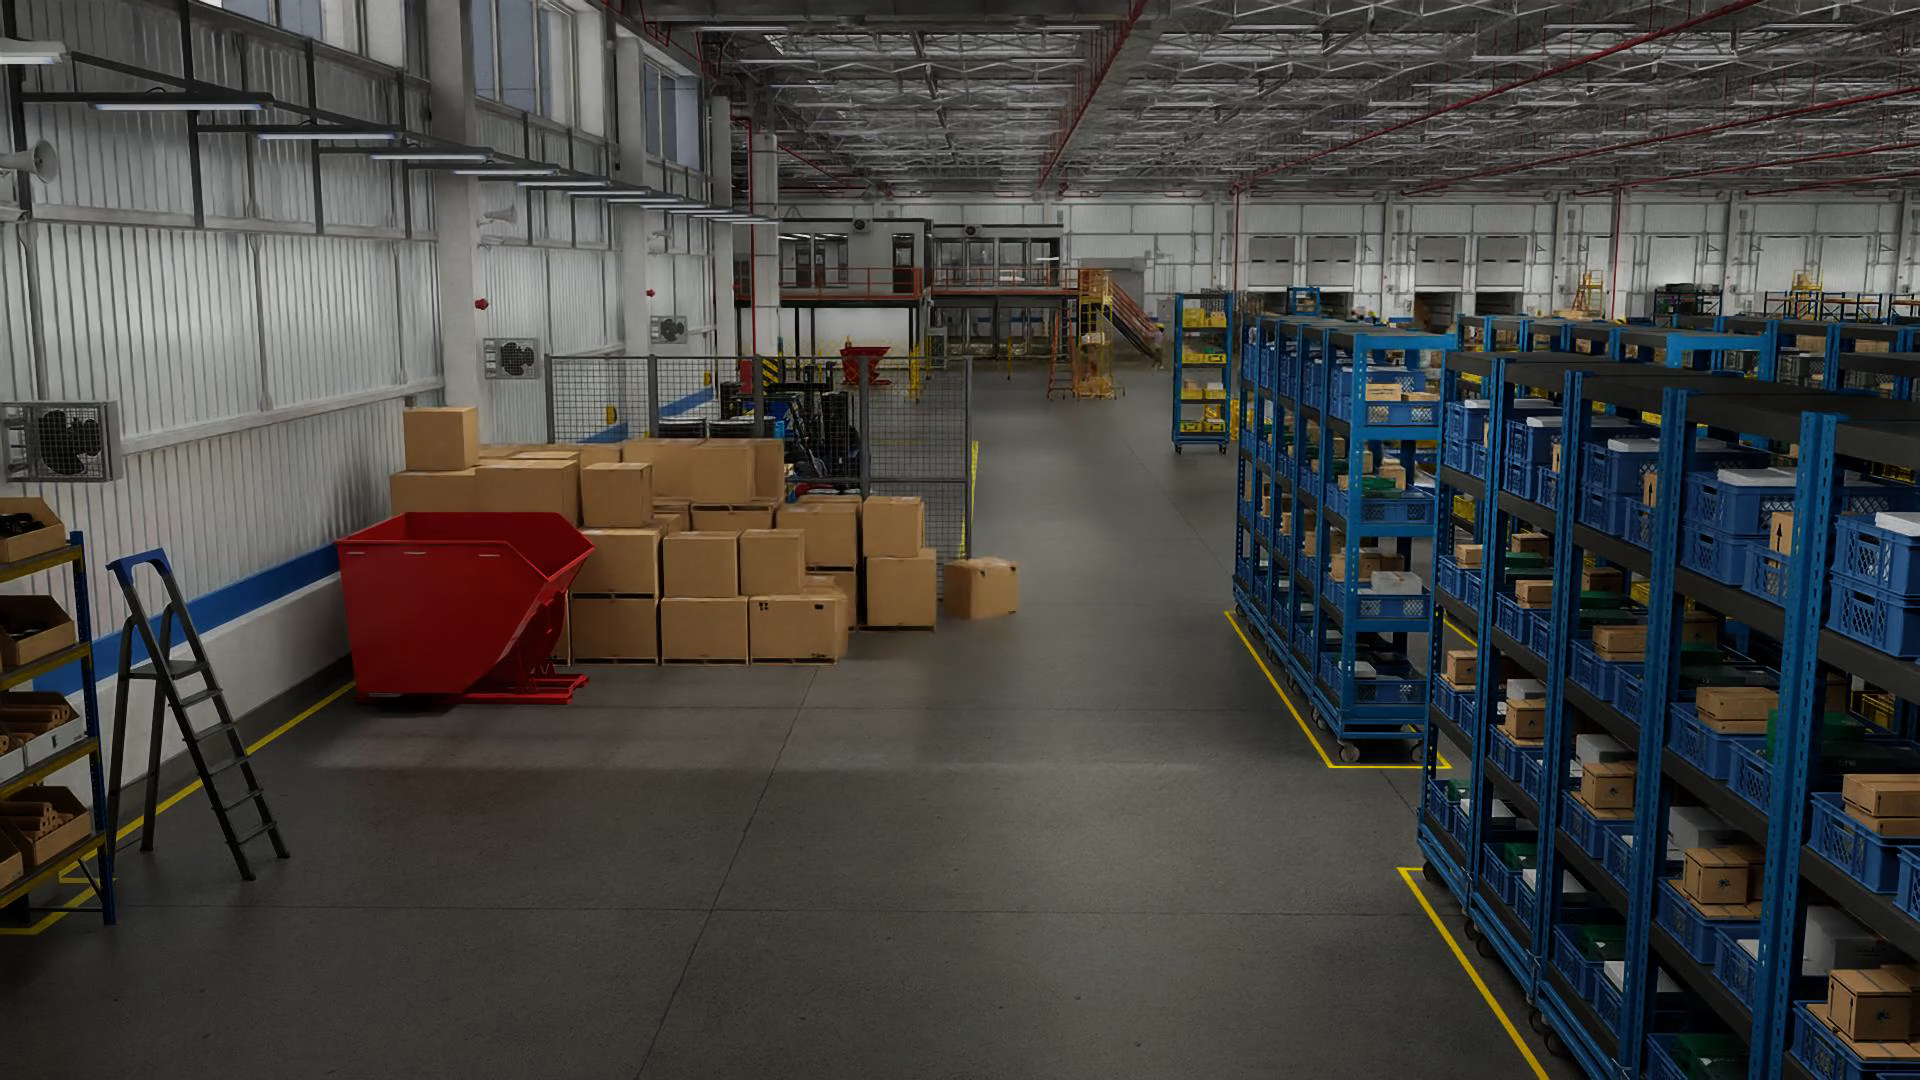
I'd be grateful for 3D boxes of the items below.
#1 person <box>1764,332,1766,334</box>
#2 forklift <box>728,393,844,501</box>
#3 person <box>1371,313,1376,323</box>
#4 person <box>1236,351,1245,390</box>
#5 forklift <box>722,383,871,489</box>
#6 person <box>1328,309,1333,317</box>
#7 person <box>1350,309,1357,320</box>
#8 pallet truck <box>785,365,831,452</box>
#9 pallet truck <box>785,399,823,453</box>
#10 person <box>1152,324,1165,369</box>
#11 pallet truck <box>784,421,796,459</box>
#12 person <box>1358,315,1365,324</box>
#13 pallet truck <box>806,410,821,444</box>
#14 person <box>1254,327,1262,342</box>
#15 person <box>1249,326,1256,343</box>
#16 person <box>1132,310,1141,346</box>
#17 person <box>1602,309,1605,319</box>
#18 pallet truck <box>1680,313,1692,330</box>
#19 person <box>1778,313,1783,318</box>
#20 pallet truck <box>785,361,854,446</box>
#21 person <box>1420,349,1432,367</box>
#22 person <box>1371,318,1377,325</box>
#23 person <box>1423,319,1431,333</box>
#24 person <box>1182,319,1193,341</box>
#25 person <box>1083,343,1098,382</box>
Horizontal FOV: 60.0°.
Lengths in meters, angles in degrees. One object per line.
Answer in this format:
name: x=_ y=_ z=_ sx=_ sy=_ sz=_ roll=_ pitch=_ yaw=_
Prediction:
person: x=39.065 y=-9.811 z=80.271 sx=0.429 sy=1.847 sz=0.626 roll=1 pitch=9 yaw=7
forklift: x=-2.979 y=-1.316 z=26.476 sx=2.680 sy=1.987 sz=1.157 roll=0 pitch=9 yaw=1
person: x=22.692 y=-11.594 z=91.549 sx=0.483 sy=1.759 sz=0.528 roll=-1 pitch=9 yaw=-4
person: x=8.082 y=-4.460 z=47.257 sx=0.535 sy=1.845 sz=0.436 roll=4 pitch=10 yaw=22
forklift: x=-2.893 y=-1.687 z=28.729 sx=2.680 sy=1.987 sz=1.157 roll=0 pitch=9 yaw=-1
person: x=21.316 y=-12.367 z=95.954 sx=1.011 sy=1.871 sz=0.617 roll=2 pitch=9 yaw=10
person: x=22.377 y=-12.204 z=94.922 sx=1.017 sy=1.876 sz=0.554 roll=2 pitch=9 yaw=11
pallet truck: x=-3.774 y=-2.976 z=37.635 sx=1.885 sy=1.965 sz=0.823 roll=1 pitch=9 yaw=5
pallet truck: x=-3.814 y=-2.432 z=36.419 sx=1.630 sy=1.274 sz=0.653 roll=0 pitch=9 yaw=1
person: x=8.269 y=-8.041 z=69.260 sx=0.645 sy=1.871 sz=0.618 roll=-3 pitch=10 yaw=-16
pallet truck: x=-4.013 y=-1.793 z=32.705 sx=1.601 sy=1.201 sz=0.680 roll=0 pitch=9 yaw=1
person: x=21.002 y=-10.846 z=86.805 sx=0.626 sy=1.794 sz=0.940 roll=-8 pitch=12 yaw=-39
pallet truck: x=-3.559 y=-2.018 z=33.905 sx=1.522 sy=1.261 sz=0.704 roll=0 pitch=9 yaw=-1
person: x=13.081 y=-8.745 z=73.531 sx=0.654 sy=1.905 sz=0.777 roll=-7 pitch=11 yaw=-36
person: x=12.440 y=-8.483 z=71.497 sx=0.385 sy=2.035 sz=0.605 roll=-4 pitch=10 yaw=-25
person: x=9.579 y=-11.447 z=90.033 sx=0.614 sy=1.950 sz=0.375 roll=-8 pitch=12 yaw=-42
person: x=36.402 y=-12.083 z=93.833 sx=0.398 sy=1.989 sz=0.621 roll=0 pitch=9 yaw=-1
pallet truck: x=36.315 y=-10.531 z=84.244 sx=0.823 sy=1.965 sz=1.885 roll=-6 pitch=11 yaw=-33
person: x=43.677 y=-11.152 z=88.525 sx=0.924 sy=1.843 sz=0.611 roll=-1 pitch=9 yaw=-7
pallet truck: x=-3.410 y=-3.193 z=38.978 sx=1.885 sy=1.965 sz=0.823 roll=0 pitch=9 yaw=-1
person: x=15.952 y=-6.032 z=56.896 sx=0.434 sy=1.868 sz=0.581 roll=1 pitch=9 yaw=4
person: x=21.282 y=-10.591 z=85.531 sx=0.531 sy=1.697 sz=0.320 roll=6 pitch=11 yaw=33
person: x=21.661 y=-9.360 z=77.514 sx=0.785 sy=1.846 sz=0.513 roll=2 pitch=9 yaw=9
person: x=13.329 y=-12.600 z=97.169 sx=0.656 sy=1.952 sz=0.715 roll=7 pitch=12 yaw=38
person: x=4.747 y=-6.405 z=59.517 sx=0.578 sy=1.750 sz=0.539 roll=-3 pitch=10 yaw=-19
